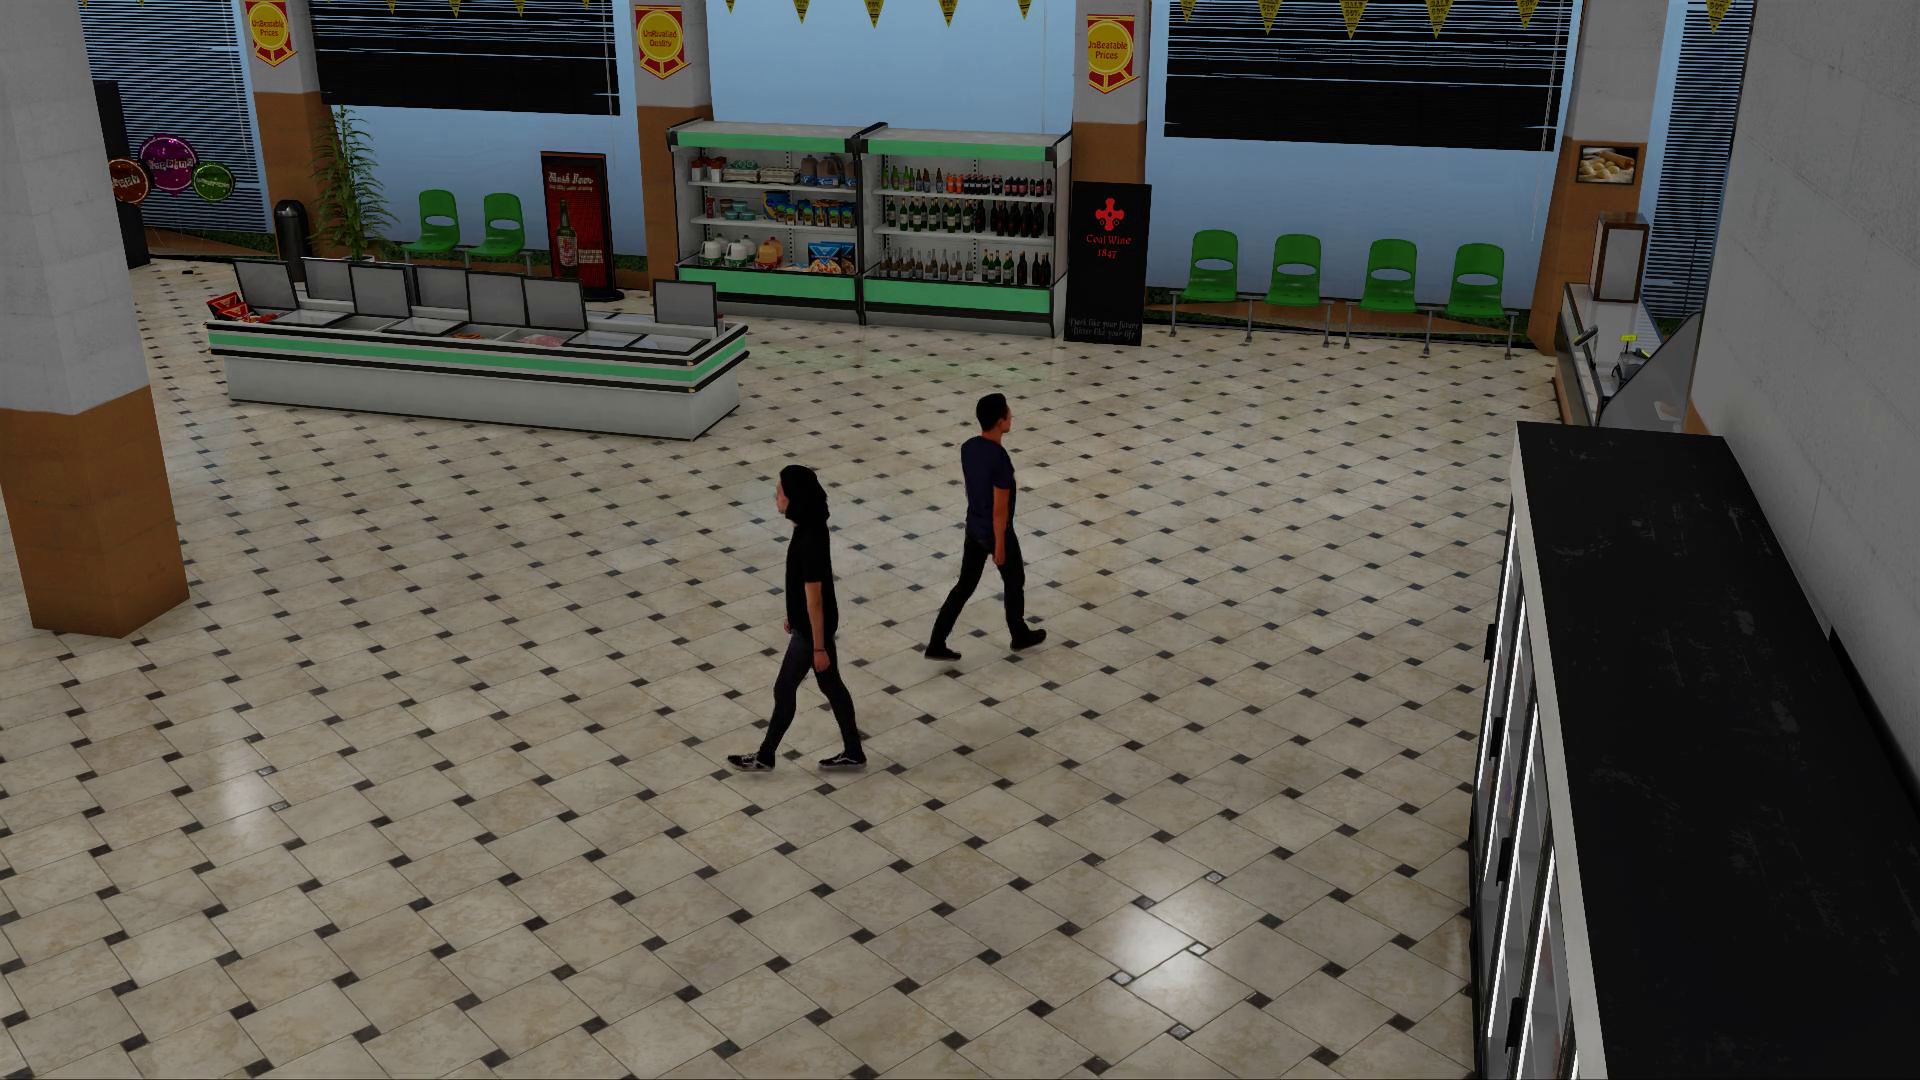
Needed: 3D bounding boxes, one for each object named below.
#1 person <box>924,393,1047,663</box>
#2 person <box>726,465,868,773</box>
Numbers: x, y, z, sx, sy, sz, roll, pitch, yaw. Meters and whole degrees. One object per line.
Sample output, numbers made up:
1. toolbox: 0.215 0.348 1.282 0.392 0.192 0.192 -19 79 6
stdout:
1. person: 0.096 -0.021 10.358 1.163 1.755 1.157 -15 26 -32
2. person: -0.718 0.468 9.073 1.081 1.805 0.830 0 22 1
